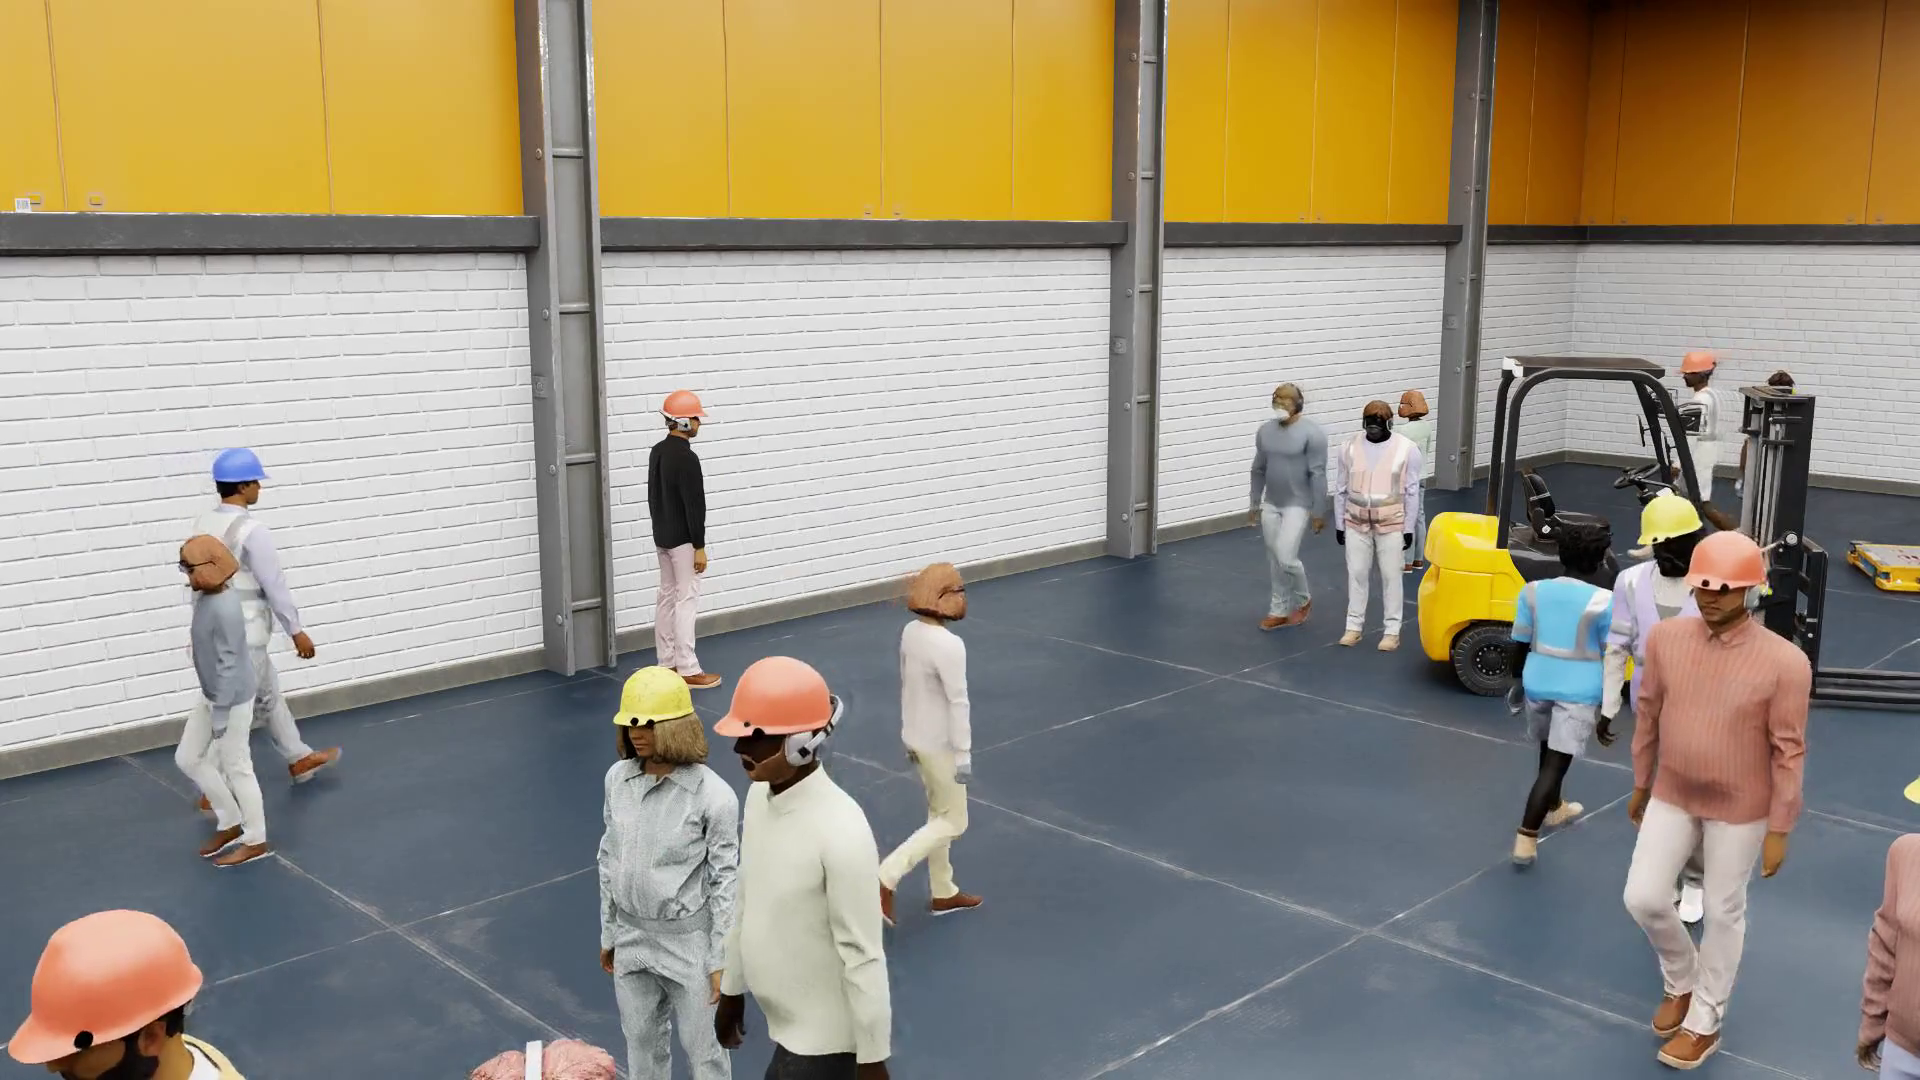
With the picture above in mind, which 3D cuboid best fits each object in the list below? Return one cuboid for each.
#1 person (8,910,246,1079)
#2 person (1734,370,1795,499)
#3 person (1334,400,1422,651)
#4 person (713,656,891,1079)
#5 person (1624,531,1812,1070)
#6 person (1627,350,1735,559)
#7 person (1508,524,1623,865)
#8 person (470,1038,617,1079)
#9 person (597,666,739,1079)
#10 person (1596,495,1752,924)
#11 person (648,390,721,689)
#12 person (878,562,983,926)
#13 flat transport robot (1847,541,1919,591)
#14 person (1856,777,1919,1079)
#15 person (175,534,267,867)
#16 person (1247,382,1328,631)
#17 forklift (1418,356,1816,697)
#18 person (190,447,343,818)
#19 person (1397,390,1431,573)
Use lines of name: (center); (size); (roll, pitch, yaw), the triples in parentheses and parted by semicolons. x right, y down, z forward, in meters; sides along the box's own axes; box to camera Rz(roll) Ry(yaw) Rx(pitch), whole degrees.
person: (-1.370, 1.534, 3.079); (0.564, 1.867, 1.020); (10, 14, 43)
person: (7.020, -0.548, 14.442); (0.565, 1.850, 0.565); (3, 11, 18)
person: (3.020, -0.108, 12.121); (0.618, 1.836, 0.432); (6, 12, 28)
person: (-0.451, 1.247, 4.433); (1.048, 1.934, 0.638); (-5, 12, -26)
person: (2.684, 0.940, 5.974); (0.436, 1.979, 0.643); (-9, 14, -40)
person: (6.724, -0.733, 15.111); (1.047, 1.989, 0.628); (4, 11, 21)
person: (2.927, 0.731, 8.060); (0.877, 1.640, 0.529); (-8, 13, -38)
person: (-0.644, 1.634, 2.436); (0.723, 1.888, 0.652); (-1, 10, -3)
person: (-0.897, 1.230, 5.049); (0.484, 1.745, 0.297); (5, 11, 25)
person: (3.135, 0.740, 7.316); (0.517, 1.893, 0.595); (-10, 14, -42)
person: (-1.850, -0.007, 11.105); (0.397, 1.992, 0.622); (-7, 13, -35)
person: (-0.153, 0.892, 7.215); (0.542, 1.613, 0.504); (-5, 11, -24)
flat transport robot: (8.267, 0.230, 14.519); (0.652, 0.197, 1.431); (3, 11, 16)
person: (2.559, 1.354, 4.315); (0.327, 1.765, 0.529); (-4, 11, -19)
person: (-3.531, 0.770, 7.883); (0.425, 1.614, 0.519); (-8, 13, -37)
person: (2.456, -0.233, 12.559); (0.419, 1.919, 0.678); (-7, 13, -35)
forklift: (4.276, -0.101, 11.076); (2.313, 2.155, 1.214); (2, 11, 13)
person: (-3.677, 0.460, 8.802); (0.616, 1.904, 0.947); (10, 14, 42)
person: (4.031, -0.523, 14.910); (0.281, 1.633, 0.500); (9, 14, 41)
